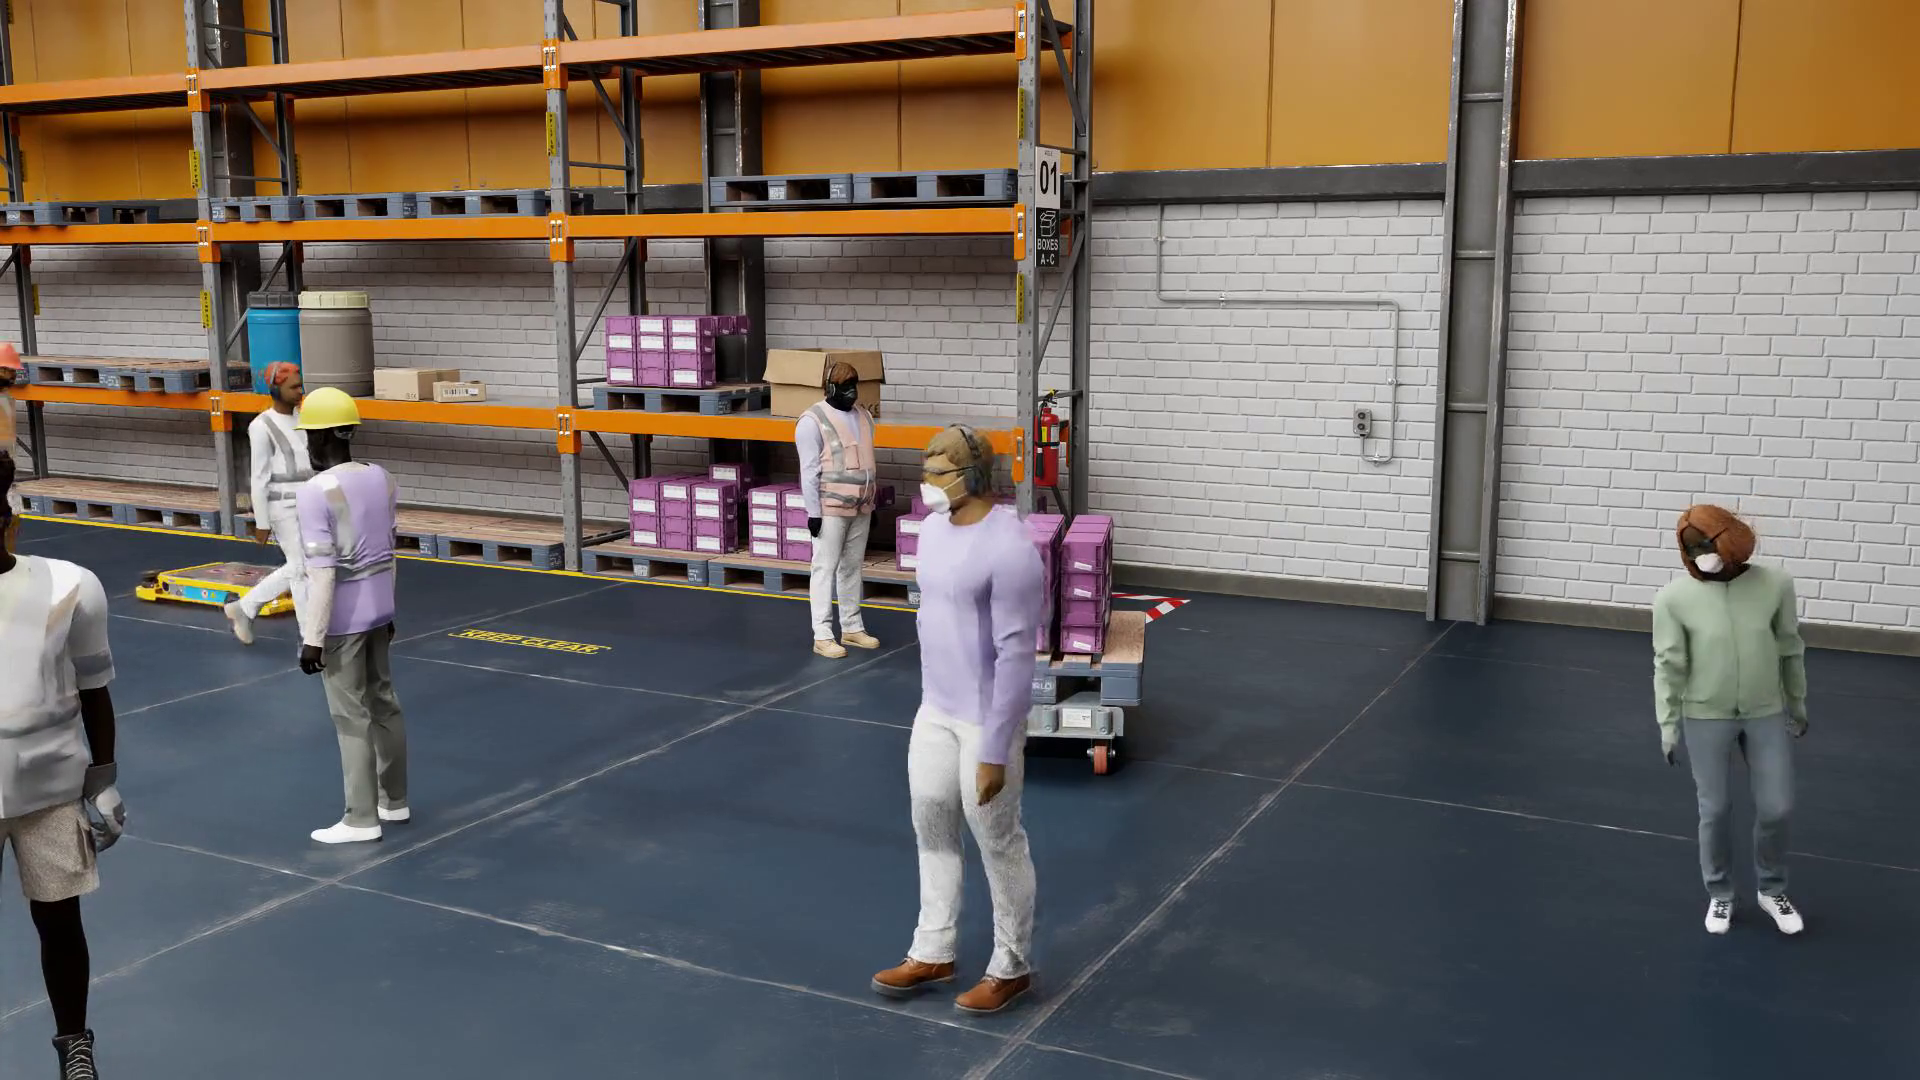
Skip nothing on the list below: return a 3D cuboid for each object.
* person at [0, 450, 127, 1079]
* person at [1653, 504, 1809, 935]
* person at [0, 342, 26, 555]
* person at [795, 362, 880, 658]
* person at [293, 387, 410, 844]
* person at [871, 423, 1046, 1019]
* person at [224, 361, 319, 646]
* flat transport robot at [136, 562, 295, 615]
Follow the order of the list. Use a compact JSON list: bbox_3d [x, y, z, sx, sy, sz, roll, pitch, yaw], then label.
[{"bbox_3d":[-2.657,0.693,4.606,0.613,1.962,0.367,-5,10,-29],"label":"person"},{"bbox_3d":[2.779,0.654,6.004,0.583,1.585,0.336,1,9,7],"label":"person"},{"bbox_3d":[-7.024,-0.473,11.967,0.668,1.909,0.559,-1,9,-4],"label":"person"},{"bbox_3d":[-0.738,-0.196,10.474,0.429,1.844,0.626,7,12,37],"label":"person"},{"bbox_3d":[-2.594,0.320,7.021,0.384,1.924,0.593,2,9,13],"label":"person"},{"bbox_3d":[-0.014,0.593,5.351,0.596,1.927,0.678,-6,11,-33],"label":"person"},{"bbox_3d":[-4.231,-0.181,10.314,0.780,1.864,0.573,1,9,6],"label":"person"},{"bbox_3d":[-5.216,0.333,12.036,1.431,0.197,0.652,5,10,28],"label":"flat transport robot"}]
